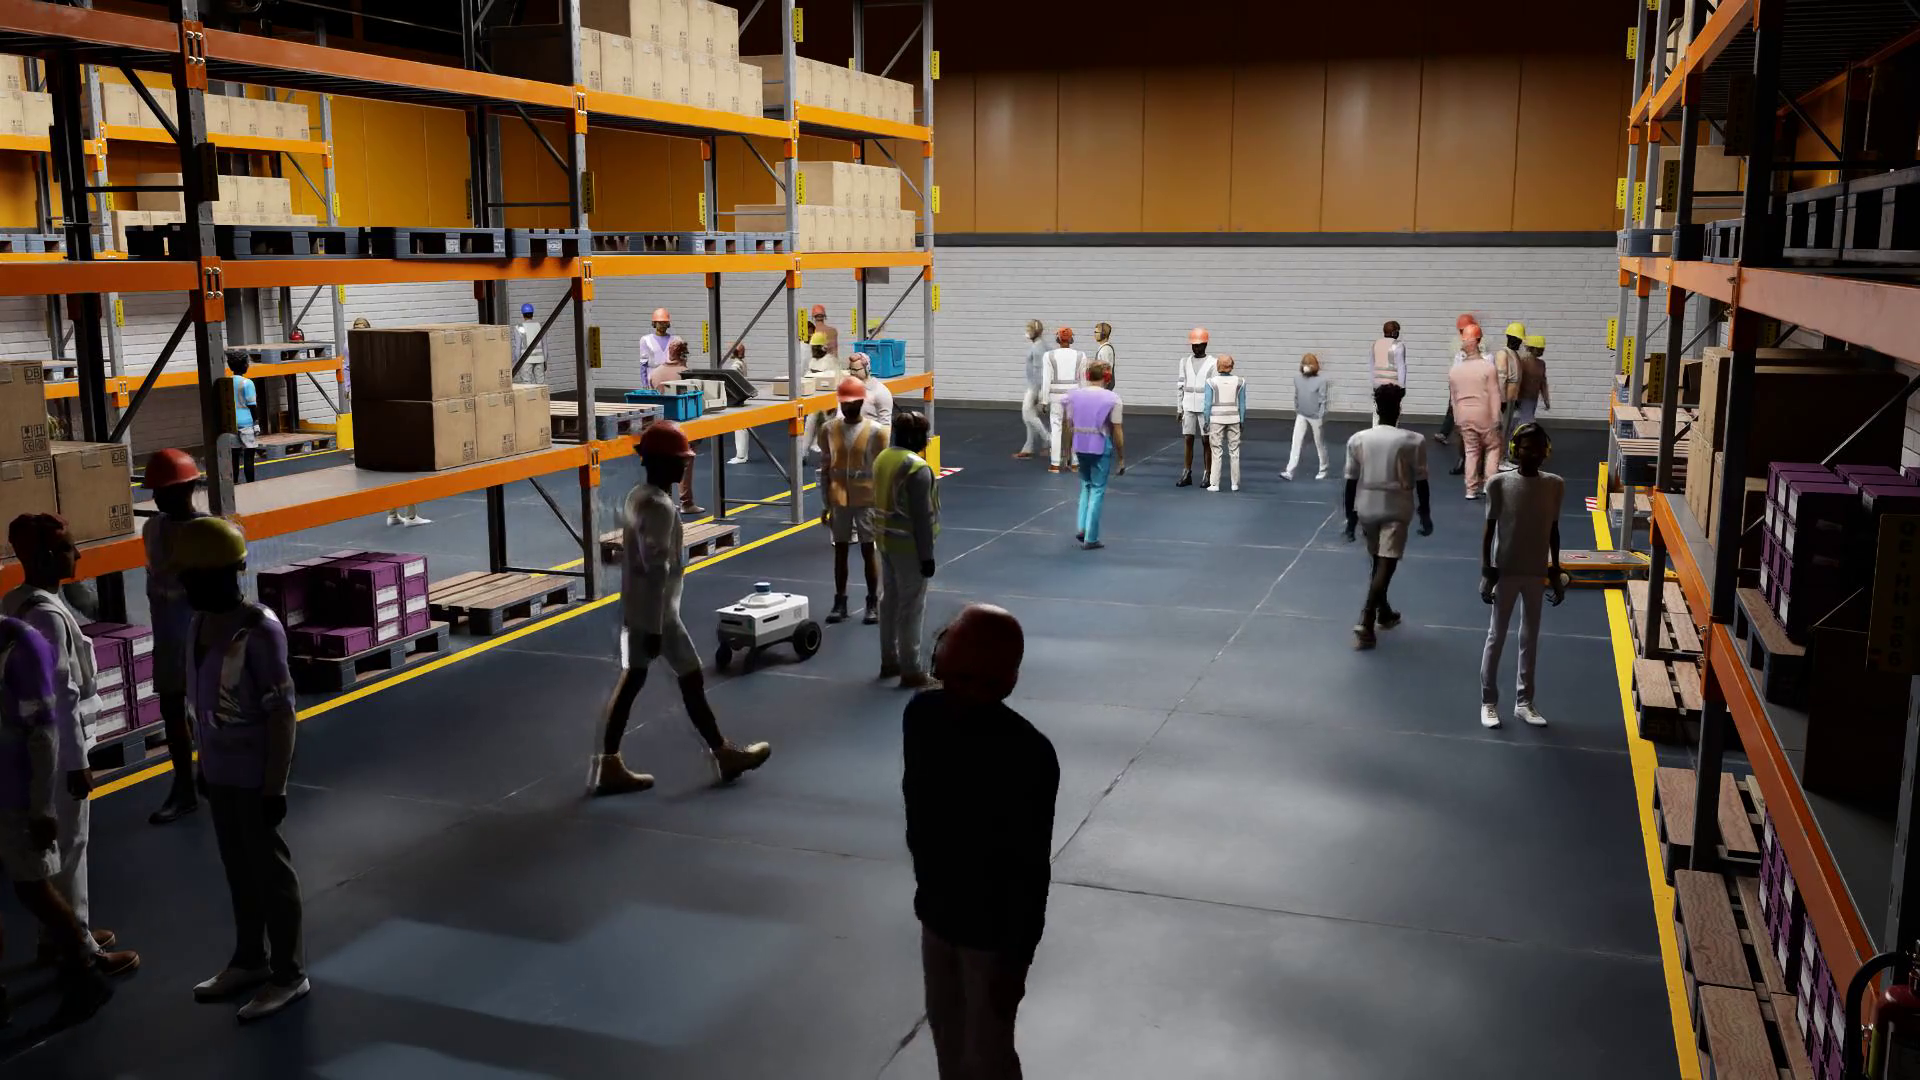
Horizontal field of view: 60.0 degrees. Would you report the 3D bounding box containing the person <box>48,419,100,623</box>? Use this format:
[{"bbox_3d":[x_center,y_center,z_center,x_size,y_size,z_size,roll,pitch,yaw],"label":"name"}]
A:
[{"bbox_3d":[-6.172,0.011,11.415,0.589,1.810,0.798,3,10,14],"label":"person"}]

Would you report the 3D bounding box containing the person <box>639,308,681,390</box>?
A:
[{"bbox_3d":[-4.156,-2.209,23.241,0.607,2.048,0.368,-4,11,-23],"label":"person"}]

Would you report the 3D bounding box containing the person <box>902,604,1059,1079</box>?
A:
[{"bbox_3d":[-0.008,1.098,4.929,0.441,1.946,0.791,-7,12,-36],"label":"person"}]

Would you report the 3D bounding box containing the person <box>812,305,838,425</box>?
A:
[{"bbox_3d":[-2.303,-2.872,27.265,0.613,1.960,0.964,-2,10,-11],"label":"person"}]

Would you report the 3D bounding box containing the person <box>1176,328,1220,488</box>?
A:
[{"bbox_3d":[2.868,-1.590,20.067,0.552,1.935,0.361,5,11,27],"label":"person"}]

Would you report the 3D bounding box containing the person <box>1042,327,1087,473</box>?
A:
[{"bbox_3d":[1.341,-1.798,21.394,0.586,1.879,0.342,-1,10,-8],"label":"person"}]

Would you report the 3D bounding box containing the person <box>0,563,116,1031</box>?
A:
[{"bbox_3d":[-3.492,0.914,6.078,0.554,1.947,0.606,4,11,22],"label":"person"}]

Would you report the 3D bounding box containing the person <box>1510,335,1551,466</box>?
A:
[{"bbox_3d":[7.618,-1.838,22.009,0.543,1.730,0.787,-7,12,-35],"label":"person"}]

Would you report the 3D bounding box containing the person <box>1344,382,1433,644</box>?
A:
[{"bbox_3d":[3.140,-0.211,12.366,0.615,1.925,1.005,8,13,39],"label":"person"}]

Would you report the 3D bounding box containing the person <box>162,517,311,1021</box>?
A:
[{"bbox_3d":[-2.748,0.857,6.317,0.594,1.922,0.375,8,13,39],"label":"person"}]

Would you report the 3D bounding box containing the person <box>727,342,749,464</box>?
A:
[{"bbox_3d":[-2.975,-1.840,22.302,0.308,1.645,0.514,0,10,2],"label":"person"}]

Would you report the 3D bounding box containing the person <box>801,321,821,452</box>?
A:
[{"bbox_3d":[-2.141,-2.156,23.462,0.519,1.865,0.326,-4,11,-20],"label":"person"}]

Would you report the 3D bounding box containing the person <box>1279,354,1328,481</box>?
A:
[{"bbox_3d":[4.333,-1.517,20.656,0.505,1.579,0.880,9,13,41],"label":"person"}]

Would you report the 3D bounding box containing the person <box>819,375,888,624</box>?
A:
[{"bbox_3d":[-0.830,-0.306,12.836,0.551,1.933,0.374,2,10,13],"label":"person"}]

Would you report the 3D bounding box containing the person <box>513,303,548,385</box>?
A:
[{"bbox_3d":[-7.267,-3.030,28.156,0.605,1.944,0.401,-8,13,-38],"label":"person"}]

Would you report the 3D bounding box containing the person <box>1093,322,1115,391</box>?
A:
[{"bbox_3d":[2.003,-2.129,23.359,0.345,1.846,0.507,1,10,5],"label":"person"}]

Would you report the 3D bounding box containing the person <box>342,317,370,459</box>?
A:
[{"bbox_3d":[-8.134,-2.069,22.759,0.630,1.940,0.372,0,10,2],"label":"person"}]

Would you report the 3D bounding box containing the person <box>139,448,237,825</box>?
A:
[{"bbox_3d":[-3.915,0.457,8.621,0.548,1.914,0.764,4,11,20],"label":"person"}]

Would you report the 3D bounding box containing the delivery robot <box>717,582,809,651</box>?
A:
[{"bbox_3d":[-1.382,0.542,11.686,0.477,0.478,0.707,6,12,31],"label":"delivery robot"}]

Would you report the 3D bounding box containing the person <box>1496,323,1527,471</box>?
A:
[{"bbox_3d":[7.154,-1.865,21.671,0.382,1.917,0.585,6,12,32],"label":"person"}]

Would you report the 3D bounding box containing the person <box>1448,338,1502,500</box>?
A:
[{"bbox_3d":[5.953,-1.391,19.158,0.418,1.859,0.736,-9,13,-41],"label":"person"}]

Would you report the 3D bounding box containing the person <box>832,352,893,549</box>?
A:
[{"bbox_3d":[-0.965,-0.857,16.038,0.639,1.904,0.409,7,12,34],"label":"person"}]

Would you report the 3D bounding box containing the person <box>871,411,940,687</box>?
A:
[{"bbox_3d":[-0.350,0.053,11.115,0.430,1.836,0.628,-6,12,-30],"label":"person"}]

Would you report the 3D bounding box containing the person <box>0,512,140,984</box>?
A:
[{"bbox_3d":[-3.594,0.822,6.635,0.355,1.883,0.575,-9,13,-41],"label":"person"}]

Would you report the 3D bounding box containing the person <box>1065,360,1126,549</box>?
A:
[{"bbox_3d":[1.298,-0.816,16.017,0.618,1.821,0.461,7,12,34],"label":"person"}]

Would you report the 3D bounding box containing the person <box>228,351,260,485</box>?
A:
[{"bbox_3d":[-8.345,-1.341,19.340,0.537,1.696,0.317,5,11,27],"label":"person"}]

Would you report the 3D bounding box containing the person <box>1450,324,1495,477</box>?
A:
[{"bbox_3d":[6.467,-1.763,21.067,0.381,1.931,0.540,-10,14,-44],"label":"person"}]

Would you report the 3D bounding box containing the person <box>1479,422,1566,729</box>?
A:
[{"bbox_3d":[3.416,0.214,10.092,0.517,1.873,0.328,-1,10,-4],"label":"person"}]

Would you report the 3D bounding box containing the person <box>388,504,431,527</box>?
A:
[{"bbox_3d":[-5.840,-1.072,17.337,0.512,1.872,0.330,5,11,25],"label":"person"}]

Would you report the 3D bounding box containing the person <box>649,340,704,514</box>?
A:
[{"bbox_3d":[-3.062,-1.230,18.152,0.641,1.900,0.404,5,11,28],"label":"person"}]

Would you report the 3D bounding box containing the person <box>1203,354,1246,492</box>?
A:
[{"bbox_3d":[3.132,-1.379,19.722,0.515,1.636,0.315,-1,10,-6],"label":"person"}]

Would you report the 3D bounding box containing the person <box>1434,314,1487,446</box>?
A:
[{"bbox_3d":[7.336,-2.325,24.236,0.984,1.918,0.648,-9,13,-41],"label":"person"}]

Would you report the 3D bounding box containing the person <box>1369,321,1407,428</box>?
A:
[{"bbox_3d":[6.167,-2.219,23.879,0.430,1.845,0.619,-7,12,-33],"label":"person"}]

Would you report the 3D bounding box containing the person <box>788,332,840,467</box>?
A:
[{"bbox_3d":[-1.848,-1.842,21.923,0.849,1.789,0.615,-9,13,-41],"label":"person"}]

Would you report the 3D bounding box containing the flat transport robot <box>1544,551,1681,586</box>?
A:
[{"bbox_3d":[5.455,0.239,14.454,1.431,0.197,0.652,0,10,3],"label":"flat transport robot"}]

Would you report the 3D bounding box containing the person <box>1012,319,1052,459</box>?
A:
[{"bbox_3d":[1.010,-2.043,22.632,0.564,1.928,0.651,1,10,5],"label":"person"}]

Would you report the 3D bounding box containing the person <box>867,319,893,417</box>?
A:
[{"bbox_3d":[-1.278,-2.727,27.083,0.629,1.722,0.726,-5,11,-25],"label":"person"}]

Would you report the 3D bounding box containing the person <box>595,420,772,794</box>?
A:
[{"bbox_3d":[-1.535,0.357,8.930,1.014,1.993,0.631,-5,11,-26],"label":"person"}]
